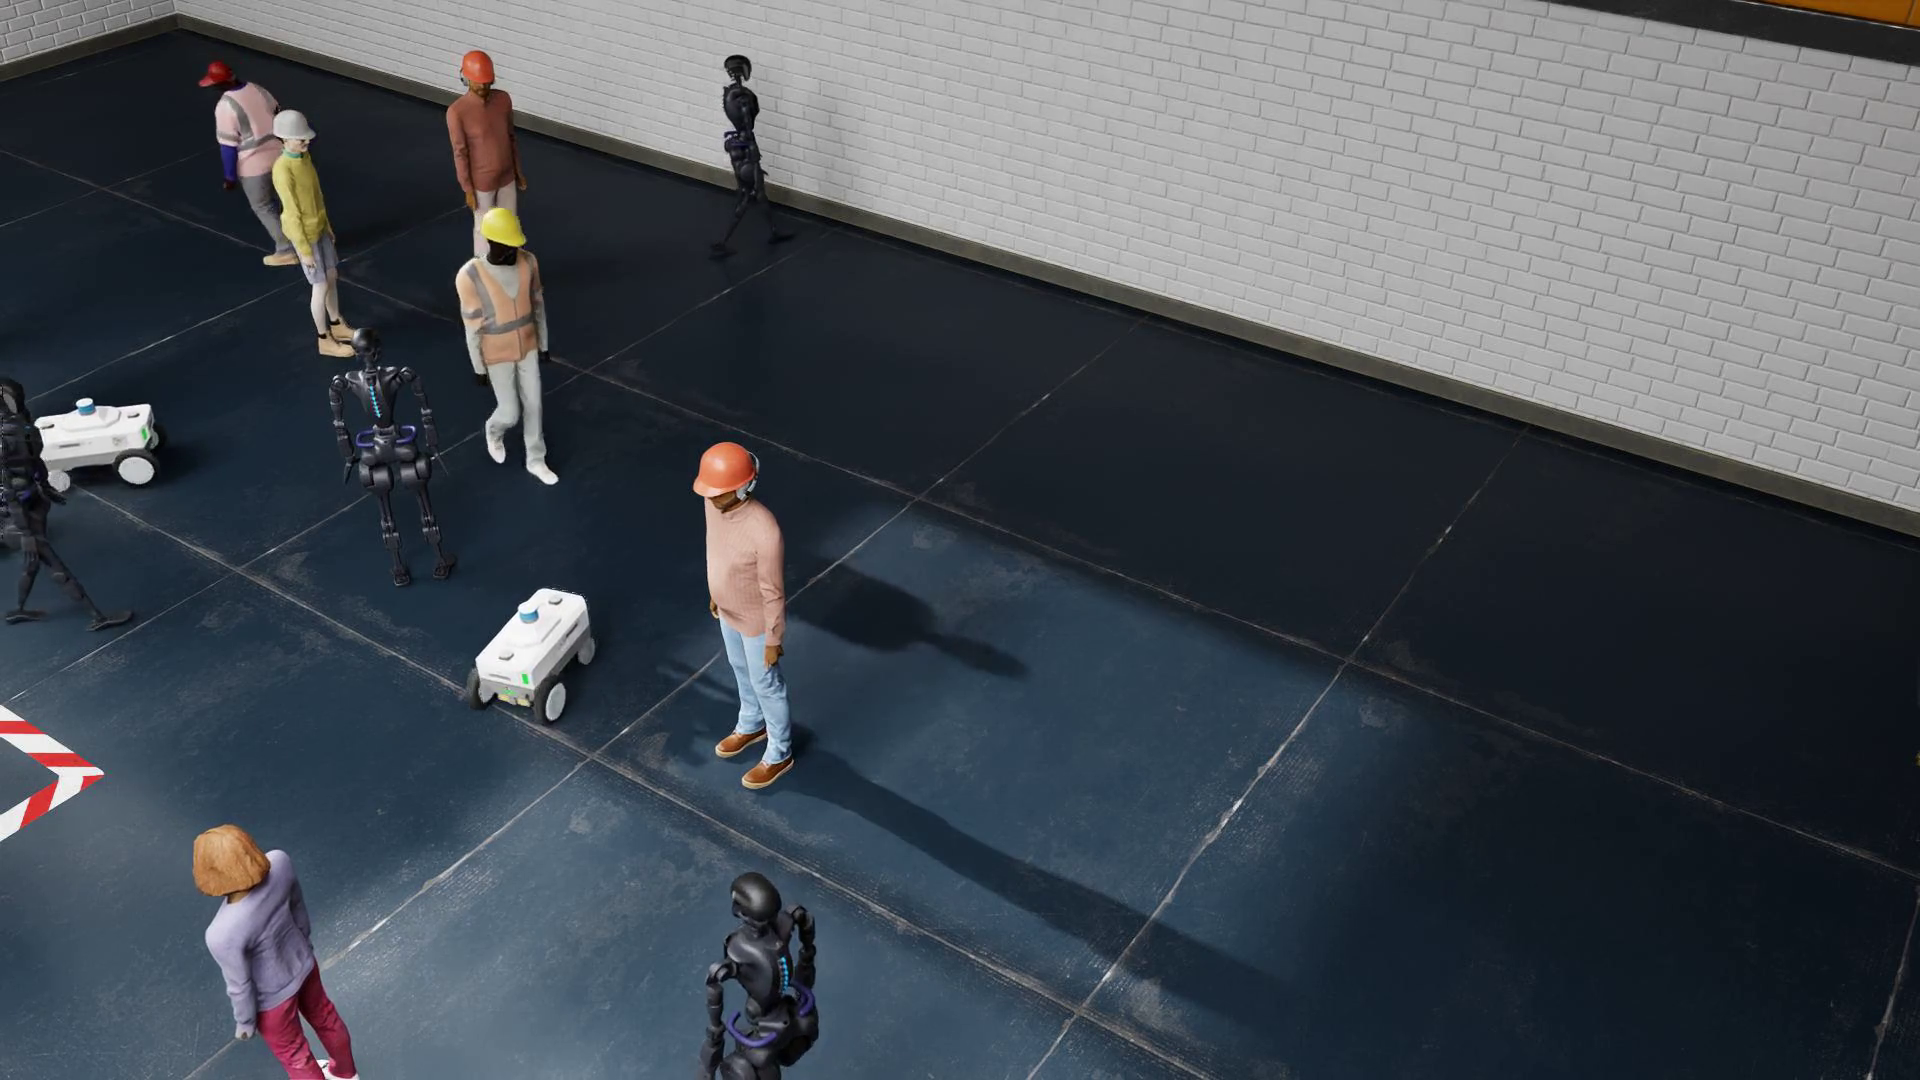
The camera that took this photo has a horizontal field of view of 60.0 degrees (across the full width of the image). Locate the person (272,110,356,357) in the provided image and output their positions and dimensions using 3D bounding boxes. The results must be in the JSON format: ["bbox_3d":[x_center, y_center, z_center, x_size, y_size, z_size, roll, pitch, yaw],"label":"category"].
[{"bbox_3d":[-4.684,-2.203,12.013,0.412,1.878,0.493,1,35,2],"label":"person"}]

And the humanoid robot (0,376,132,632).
[{"bbox_3d":[-5.253,-0.189,9.354,0.744,1.642,0.602,-6,36,-9],"label":"humanoid robot"}]

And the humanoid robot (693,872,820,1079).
[{"bbox_3d":[-0.732,1.913,6.359,0.788,1.647,0.600,27,43,33],"label":"humanoid robot"}]

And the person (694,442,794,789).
[{"bbox_3d":[-1.071,0.361,8.254,0.403,1.986,0.610,-24,41,-30],"label":"person"}]

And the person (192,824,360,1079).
[{"bbox_3d":[-2.707,1.746,6.576,0.283,1.633,0.500,7,36,10],"label":"person"}]

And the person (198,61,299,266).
[{"bbox_3d":[-5.611,-3.020,13.322,0.447,1.712,0.673,13,37,18],"label":"person"}]

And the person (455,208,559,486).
[{"bbox_3d":[-2.885,-1.237,10.604,0.518,1.901,0.608,29,44,35],"label":"person"}]

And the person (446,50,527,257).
[{"bbox_3d":[-3.565,-2.762,12.710,0.388,1.990,0.611,21,40,28],"label":"person"}]

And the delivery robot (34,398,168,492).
[{"bbox_3d":[-5.652,-0.647,10.950,0.806,0.609,0.499,-9,36,-13],"label":"delivery robot"}]

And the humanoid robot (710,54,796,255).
[{"bbox_3d":[-1.746,-3.132,13.551,0.769,1.630,0.589,-11,37,-16],"label":"humanoid robot"}]

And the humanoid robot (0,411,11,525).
[{"bbox_3d":[-5.921,-0.646,9.927,0.547,1.793,0.756,-23,41,-29],"label":"humanoid robot"}]

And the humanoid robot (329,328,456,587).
[{"bbox_3d":[-3.327,-0.486,9.721,0.599,1.653,0.315,-7,36,-10],"label":"humanoid robot"}]

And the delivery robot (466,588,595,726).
[{"bbox_3d":[-2.337,0.603,9.135,0.499,0.575,0.766,11,36,15],"label":"delivery robot"}]
